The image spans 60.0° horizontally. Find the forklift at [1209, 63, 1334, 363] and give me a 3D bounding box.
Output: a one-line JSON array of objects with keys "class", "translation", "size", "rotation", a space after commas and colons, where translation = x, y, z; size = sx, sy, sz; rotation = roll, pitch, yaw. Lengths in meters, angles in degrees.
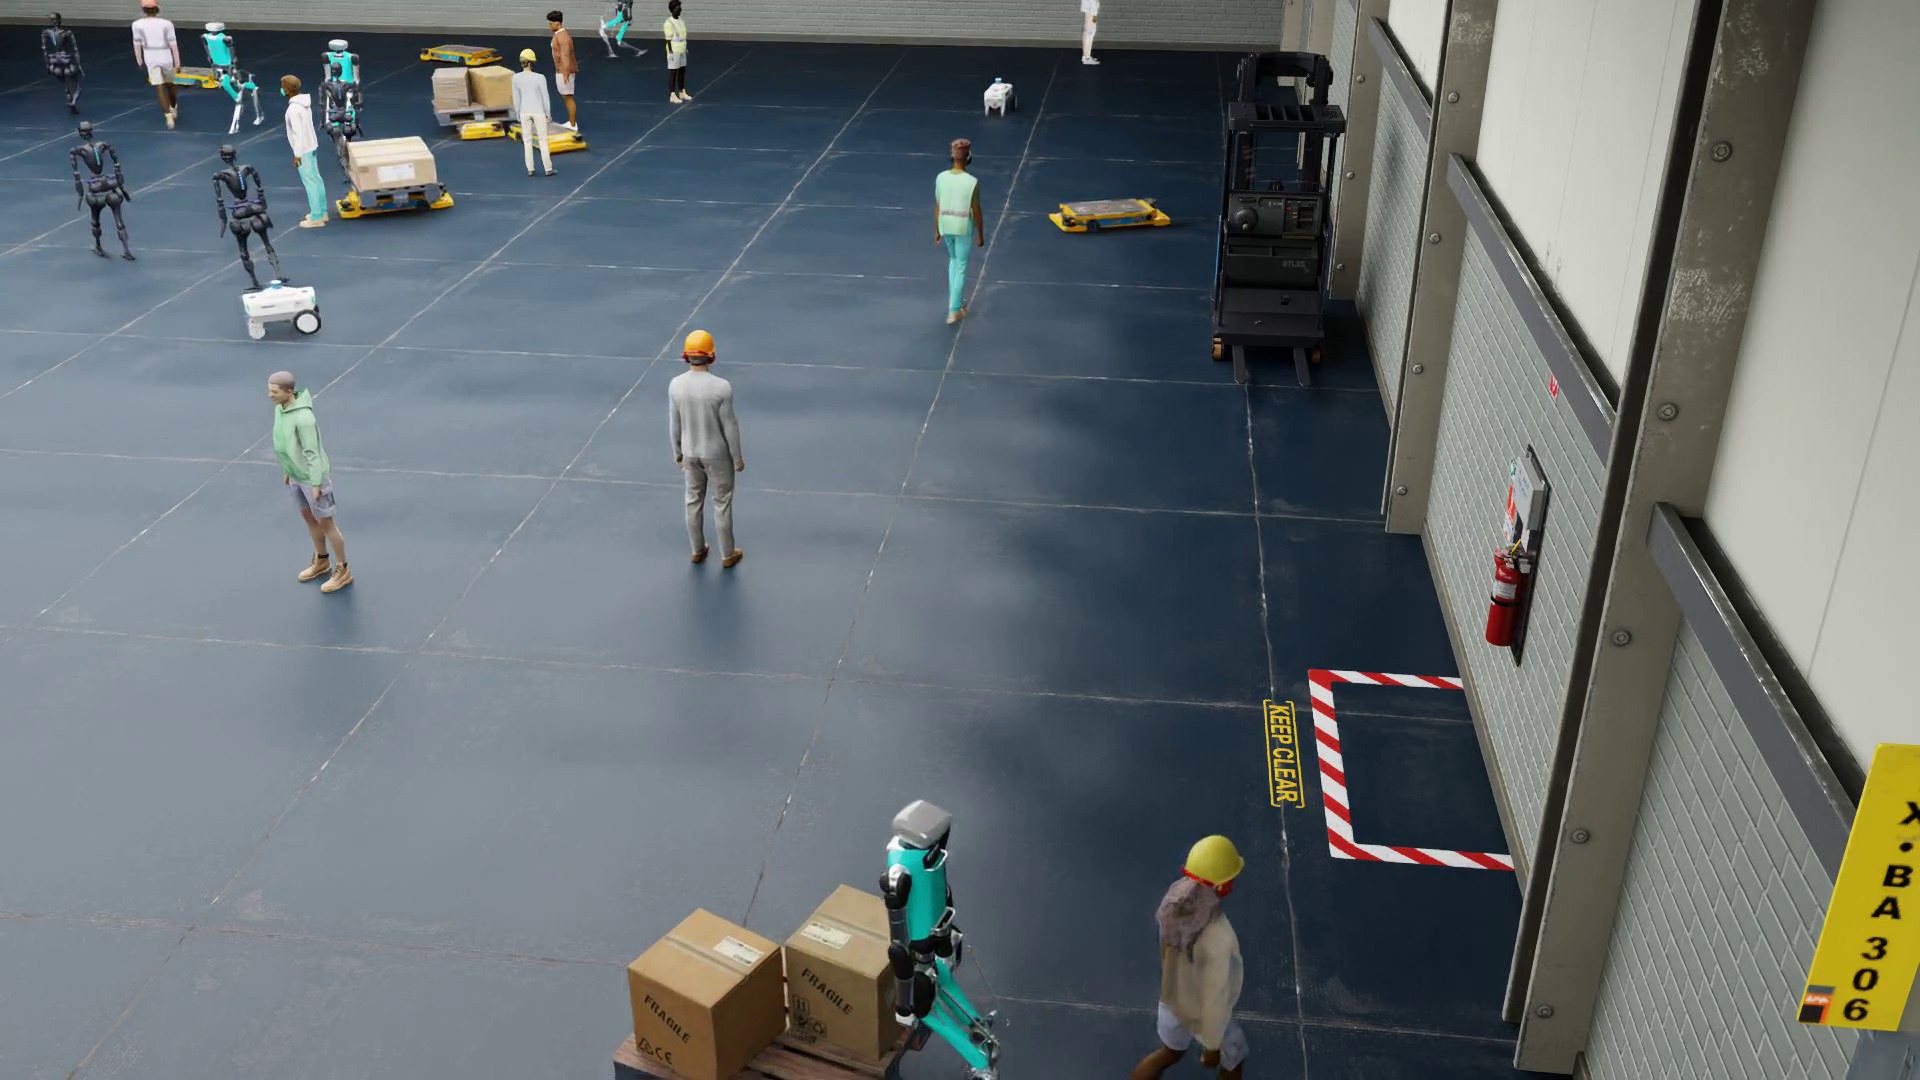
[{"class": "forklift", "translation": [3.241, -3.477, 17.183], "size": [1.129, 2.768, 1.873], "rotation": [3, 27, 6]}]

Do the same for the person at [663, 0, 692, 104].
[{"class": "person", "translation": [-4.752, -8.221, 27.958], "size": [0.319, 1.691, 0.534], "rotation": [12, 29, 22]}]

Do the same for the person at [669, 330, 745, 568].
[{"class": "person", "translation": [-1.933, -0.686, 12.706], "size": [0.569, 1.889, 0.389], "rotation": [7, 27, 13]}]

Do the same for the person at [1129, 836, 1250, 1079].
[{"class": "person", "translation": [1.013, 2.056, 7.413], "size": [0.826, 1.737, 0.552], "rotation": [-10, 28, -20]}]

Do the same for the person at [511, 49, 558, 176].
[{"class": "person", "translation": [-6.032, -6.031, 23.516], "size": [0.523, 1.758, 0.334], "rotation": [3, 27, 6]}]

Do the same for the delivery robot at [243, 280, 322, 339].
[{"class": "delivery robot", "translation": [-7.233, -2.483, 17.762], "size": [0.764, 0.582, 0.499], "rotation": [-11, 29, -21]}]

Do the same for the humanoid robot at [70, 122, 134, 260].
[{"class": "humanoid robot", "translation": [-10.345, -4.209, 19.992], "size": [0.726, 1.630, 0.615], "rotation": [21, 33, 35]}]

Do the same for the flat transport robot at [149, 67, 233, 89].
[{"class": "flat transport robot", "translation": [-13.589, -8.210, 29.528], "size": [1.431, 0.231, 0.659], "rotation": [8, 28, 15]}]

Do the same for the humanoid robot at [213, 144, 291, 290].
[{"class": "humanoid robot", "translation": [-8.062, -3.645, 18.849], "size": [0.467, 1.648, 0.618], "rotation": [23, 35, 38]}]

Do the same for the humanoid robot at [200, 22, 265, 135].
[{"class": "humanoid robot", "translation": [-11.303, -7.282, 26.112], "size": [0.554, 1.763, 1.009], "rotation": [7, 27, 14]}]

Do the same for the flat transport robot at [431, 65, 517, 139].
[{"class": "flat transport robot", "translation": [-7.626, -6.599, 26.313], "size": [0.659, 0.231, 1.431], "rotation": [-10, 28, -20]}]

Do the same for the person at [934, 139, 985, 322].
[{"class": "person", "translation": [0.034, -3.361, 17.962], "size": [0.525, 1.957, 0.706], "rotation": [14, 30, 25]}]

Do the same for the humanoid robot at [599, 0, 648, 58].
[{"class": "humanoid robot", "translation": [-6.401, -9.823, 31.118], "size": [1.024, 1.733, 0.551], "rotation": [-17, 31, -30]}]

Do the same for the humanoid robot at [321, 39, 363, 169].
[{"class": "humanoid robot", "translation": [-8.947, -6.204, 23.986], "size": [0.549, 1.867, 0.813], "rotation": [1, 27, 2]}]

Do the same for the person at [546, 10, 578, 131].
[{"class": "person", "translation": [-6.184, -7.336, 26.030], "size": [0.419, 1.843, 0.789], "rotation": [-10, 28, -20]}]

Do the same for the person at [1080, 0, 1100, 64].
[{"class": "person", "translation": [2.437, -9.835, 30.986], "size": [0.391, 1.871, 0.505], "rotation": [-3, 27, -6]}]

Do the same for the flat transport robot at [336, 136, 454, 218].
[{"class": "flat transport robot", "translation": [-7.549, -4.537, 22.196], "size": [1.431, 0.231, 0.659], "rotation": [-12, 29, -22]}]

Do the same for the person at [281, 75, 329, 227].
[{"class": "person", "translation": [-8.361, -4.957, 21.198], "size": [0.378, 1.917, 0.488], "rotation": [-1, 27, -2]}]

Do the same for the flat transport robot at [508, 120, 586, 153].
[{"class": "flat transport robot", "translation": [-6.346, -6.192, 25.499], "size": [0.659, 0.231, 1.431], "rotation": [-18, 32, -32]}]

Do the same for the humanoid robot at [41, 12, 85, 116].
[{"class": "humanoid robot", "translation": [-14.558, -7.690, 26.930], "size": [0.611, 1.644, 0.478], "rotation": [-2, 27, -3]}]

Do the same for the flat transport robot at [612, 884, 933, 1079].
[{"class": "flat transport robot", "translation": [-0.884, 2.586, 7.975], "size": [0.659, 0.231, 1.431], "rotation": [11, 29, 21]}]

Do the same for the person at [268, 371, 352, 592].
[{"class": "person", "translation": [-4.868, -0.451, 12.407], "size": [0.469, 1.734, 0.325], "rotation": [20, 33, 35]}]

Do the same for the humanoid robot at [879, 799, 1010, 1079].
[{"class": "humanoid robot", "translation": [0.009, 2.011, 7.489], "size": [0.672, 1.805, 0.534], "rotation": [11, 28, 20]}]

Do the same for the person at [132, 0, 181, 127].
[{"class": "person", "translation": [-12.745, -7.628, 26.448], "size": [0.630, 1.984, 1.059], "rotation": [-13, 30, -25]}]

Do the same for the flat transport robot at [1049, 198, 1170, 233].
[{"class": "flat transport robot", "translation": [1.935, -4.197, 21.517], "size": [1.431, 0.231, 0.659], "rotation": [-6, 27, -13]}]

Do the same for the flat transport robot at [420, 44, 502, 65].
[{"class": "flat transport robot", "translation": [-9.445, -9.178, 31.461], "size": [1.431, 0.231, 0.659], "rotation": [13, 30, 25]}]

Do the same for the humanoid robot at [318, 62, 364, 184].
[{"class": "humanoid robot", "translation": [-8.708, -5.863, 23.341], "size": [0.630, 1.613, 0.809], "rotation": [-14, 30, -25]}]

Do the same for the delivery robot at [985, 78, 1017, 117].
[{"class": "delivery robot", "translation": [0.638, -7.295, 27.373], "size": [0.499, 0.586, 0.782], "rotation": [6, 27, 12]}]
